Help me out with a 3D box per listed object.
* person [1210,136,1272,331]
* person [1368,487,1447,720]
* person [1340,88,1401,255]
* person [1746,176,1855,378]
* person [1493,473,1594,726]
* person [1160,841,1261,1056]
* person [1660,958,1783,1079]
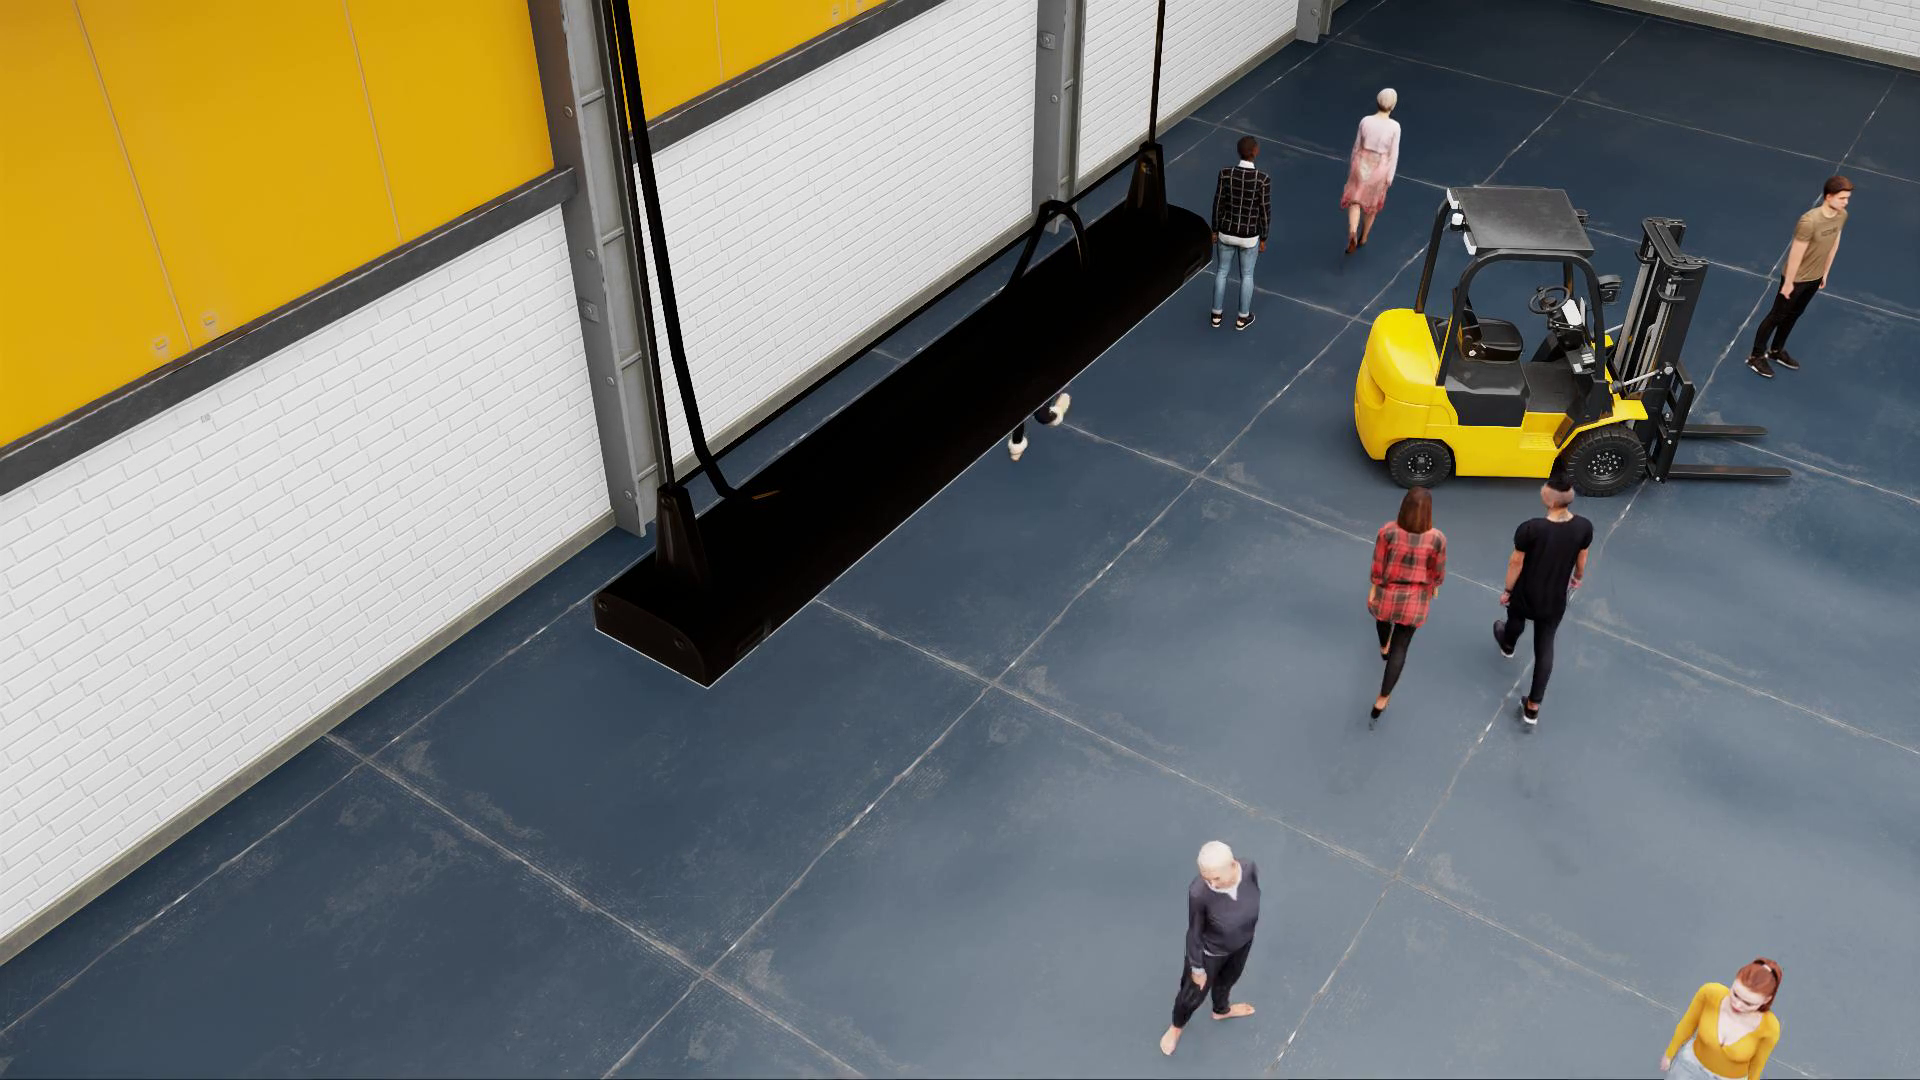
[{"bbox_3d":[2.486,-2.738,14.863,0.722,1.818,0.646,11,40,14],"label":"person"},{"bbox_3d":[2.910,0.437,11.019,0.819,1.654,1.210,14,41,17],"label":"person"},{"bbox_3d":[3.917,-3.486,15.912,0.784,1.679,0.933,10,40,13],"label":"person"},{"bbox_3d":[7.226,-2.281,14.267,0.655,1.849,0.791,-18,42,-22],"label":"person"},{"bbox_3d":[3.848,0.395,10.949,1.184,1.808,1.339,1,39,1],"label":"person"},{"bbox_3d":[1.425,2.092,8.914,0.893,1.695,0.664,31,48,32],"label":"person"},{"bbox_3d":[3.740,2.604,8.247,0.668,1.727,1.071,29,47,31],"label":"person"}]
